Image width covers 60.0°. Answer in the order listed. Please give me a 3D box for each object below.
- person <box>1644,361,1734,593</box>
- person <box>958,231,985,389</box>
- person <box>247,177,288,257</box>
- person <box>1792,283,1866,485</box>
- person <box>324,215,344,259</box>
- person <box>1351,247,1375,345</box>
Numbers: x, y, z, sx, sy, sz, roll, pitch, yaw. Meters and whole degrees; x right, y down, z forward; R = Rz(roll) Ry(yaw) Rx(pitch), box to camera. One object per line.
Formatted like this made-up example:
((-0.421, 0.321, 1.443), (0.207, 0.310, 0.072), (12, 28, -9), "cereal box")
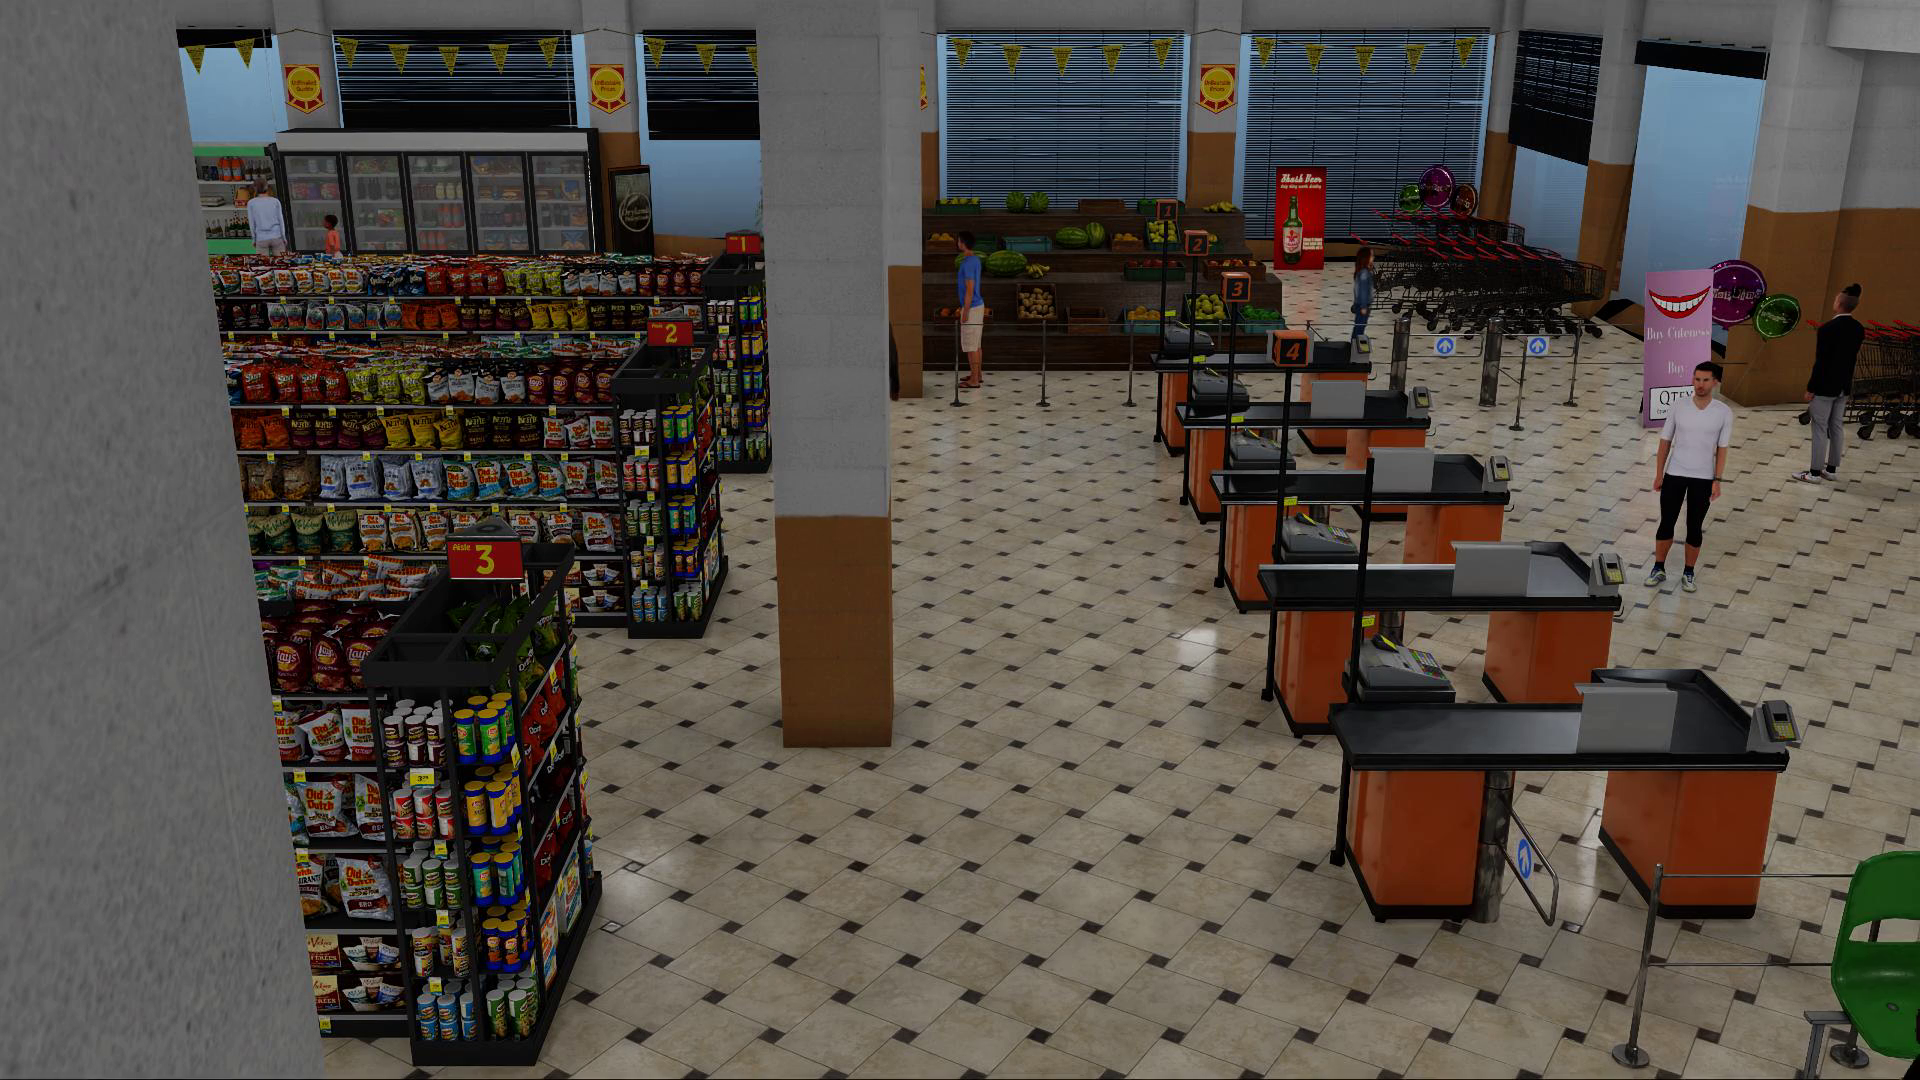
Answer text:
((5.834, -0.523, 13.298), (0.676, 1.852, 0.809), (9, 21, 26), "person")
((0.136, -2.778, 19.969), (0.609, 1.862, 0.690), (4, 19, 10), "person")
((-10.389, -4.498, 25.022), (0.647, 1.894, 0.790), (-7, 20, -20), "person")
((8.447, -1.519, 16.099), (0.684, 1.950, 0.852), (-8, 20, -22), "person")
((-9.517, -4.300, 25.348), (0.468, 1.310, 0.498), (-1, 19, -3), "person")
((5.127, -3.002, 21.236), (0.548, 1.477, 0.592), (4, 19, 11), "person")
